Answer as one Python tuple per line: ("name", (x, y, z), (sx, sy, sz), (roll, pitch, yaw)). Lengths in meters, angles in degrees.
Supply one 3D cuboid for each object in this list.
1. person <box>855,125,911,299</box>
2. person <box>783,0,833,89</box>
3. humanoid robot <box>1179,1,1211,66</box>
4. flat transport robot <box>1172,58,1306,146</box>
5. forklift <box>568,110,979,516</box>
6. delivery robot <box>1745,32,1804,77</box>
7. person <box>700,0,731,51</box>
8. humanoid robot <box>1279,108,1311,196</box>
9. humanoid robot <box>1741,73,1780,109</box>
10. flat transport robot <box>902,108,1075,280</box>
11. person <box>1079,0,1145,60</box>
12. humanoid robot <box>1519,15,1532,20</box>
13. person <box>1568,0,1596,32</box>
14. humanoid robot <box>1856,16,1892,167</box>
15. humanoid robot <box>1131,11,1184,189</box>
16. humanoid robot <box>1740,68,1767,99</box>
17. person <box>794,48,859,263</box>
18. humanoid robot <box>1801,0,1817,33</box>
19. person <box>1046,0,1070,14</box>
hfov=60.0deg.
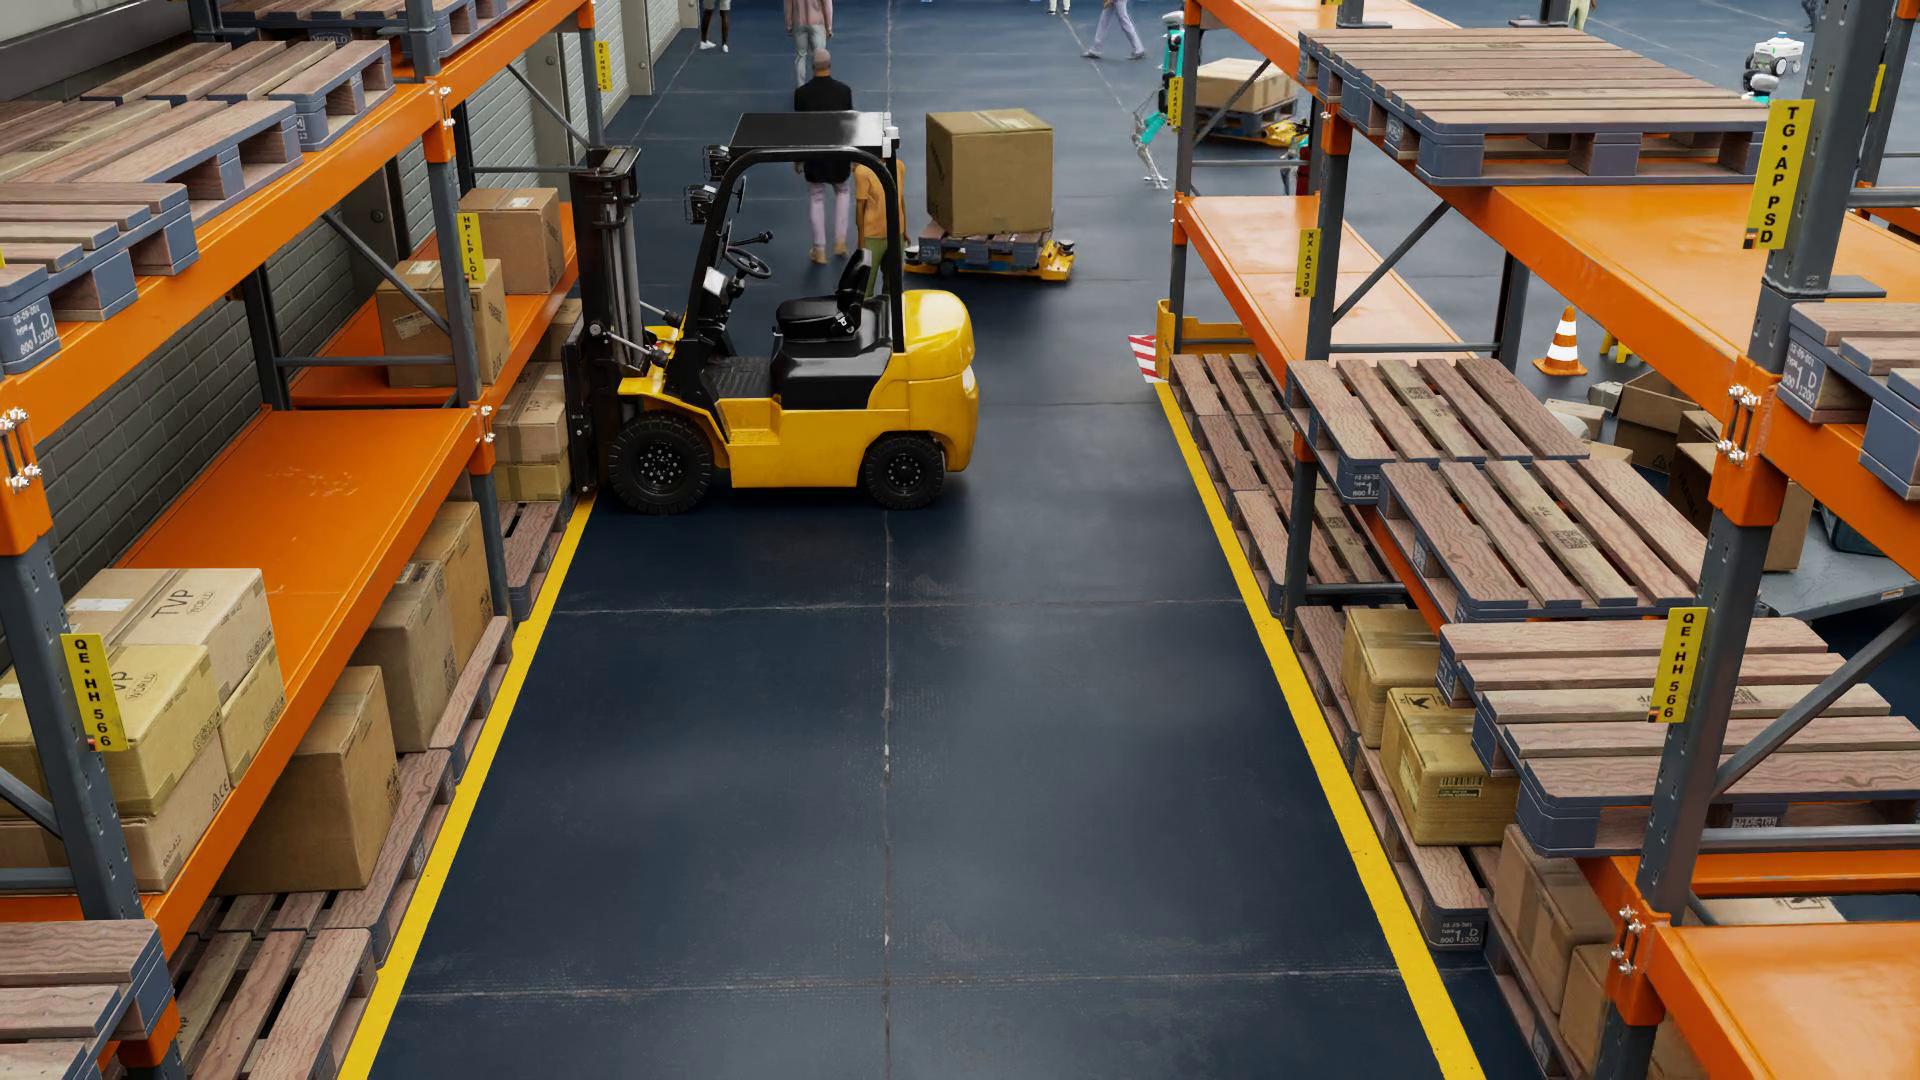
("person", (-0.565, -2.252, 12.377), (0.442, 1.717, 0.362), (-17, 30, -32))
("person", (-1.932, -6.576, 21.277), (0.634, 1.936, 0.353), (5, 26, 11))
("humanoid robot", (3.238, -7.209, 22.915), (0.590, 1.657, 0.351), (-16, 30, -31))
("flat transport robot", (3.285, -4.856, 19.586), (1.431, 0.231, 0.659), (16, 29, 30))
("forklift", (-1.043, -1.379, 9.976), (2.313, 2.155, 1.214), (-1, 25, -2))
("delivery robot", (11.541, -6.850, 23.497), (0.811, 0.614, 0.499), (-14, 29, -28))
("person", (-3.662, -8.355, 25.124), (0.615, 1.881, 0.462), (6, 26, 13))
("humanoid robot", (3.380, -4.031, 16.167), (0.798, 1.801, 0.530), (-3, 25, -6))
("humanoid robot", (6.877, -2.964, 13.920), (0.902, 1.814, 0.541), (5, 26, 10))
("flat transport robot", (0.258, -2.481, 14.557), (1.431, 0.231, 0.659), (4, 26, 9))
("person", (2.294, -7.949, 24.346), (0.953, 1.799, 0.587), (-1, 25, -3))
("humanoid robot", (5.893, -4.684, 17.585), (0.616, 1.655, 0.364), (-4, 26, -9))
("person", (8.796, -7.711, 23.736), (0.546, 1.890, 0.381), (1, 25, 3))
("humanoid robot", (9.637, -4.766, 17.762), (0.660, 1.637, 0.610), (-13, 28, -25))
("humanoid robot", (1.990, -4.496, 17.164), (0.657, 1.857, 0.538), (6, 26, 13))
("humanoid robot", (6.789, -3.360, 14.773), (0.443, 1.632, 0.589), (14, 29, 27))
("person", (-1.182, -3.346, 14.540), (0.584, 1.844, 0.444), (-3, 25, -6))
("humanoid robot", (13.838, -9.047, 26.821), (0.363, 1.647, 0.584), (13, 28, 25))
("person", (1.711, -10.002, 28.751), (0.558, 1.746, 0.330), (-7, 26, -14))
